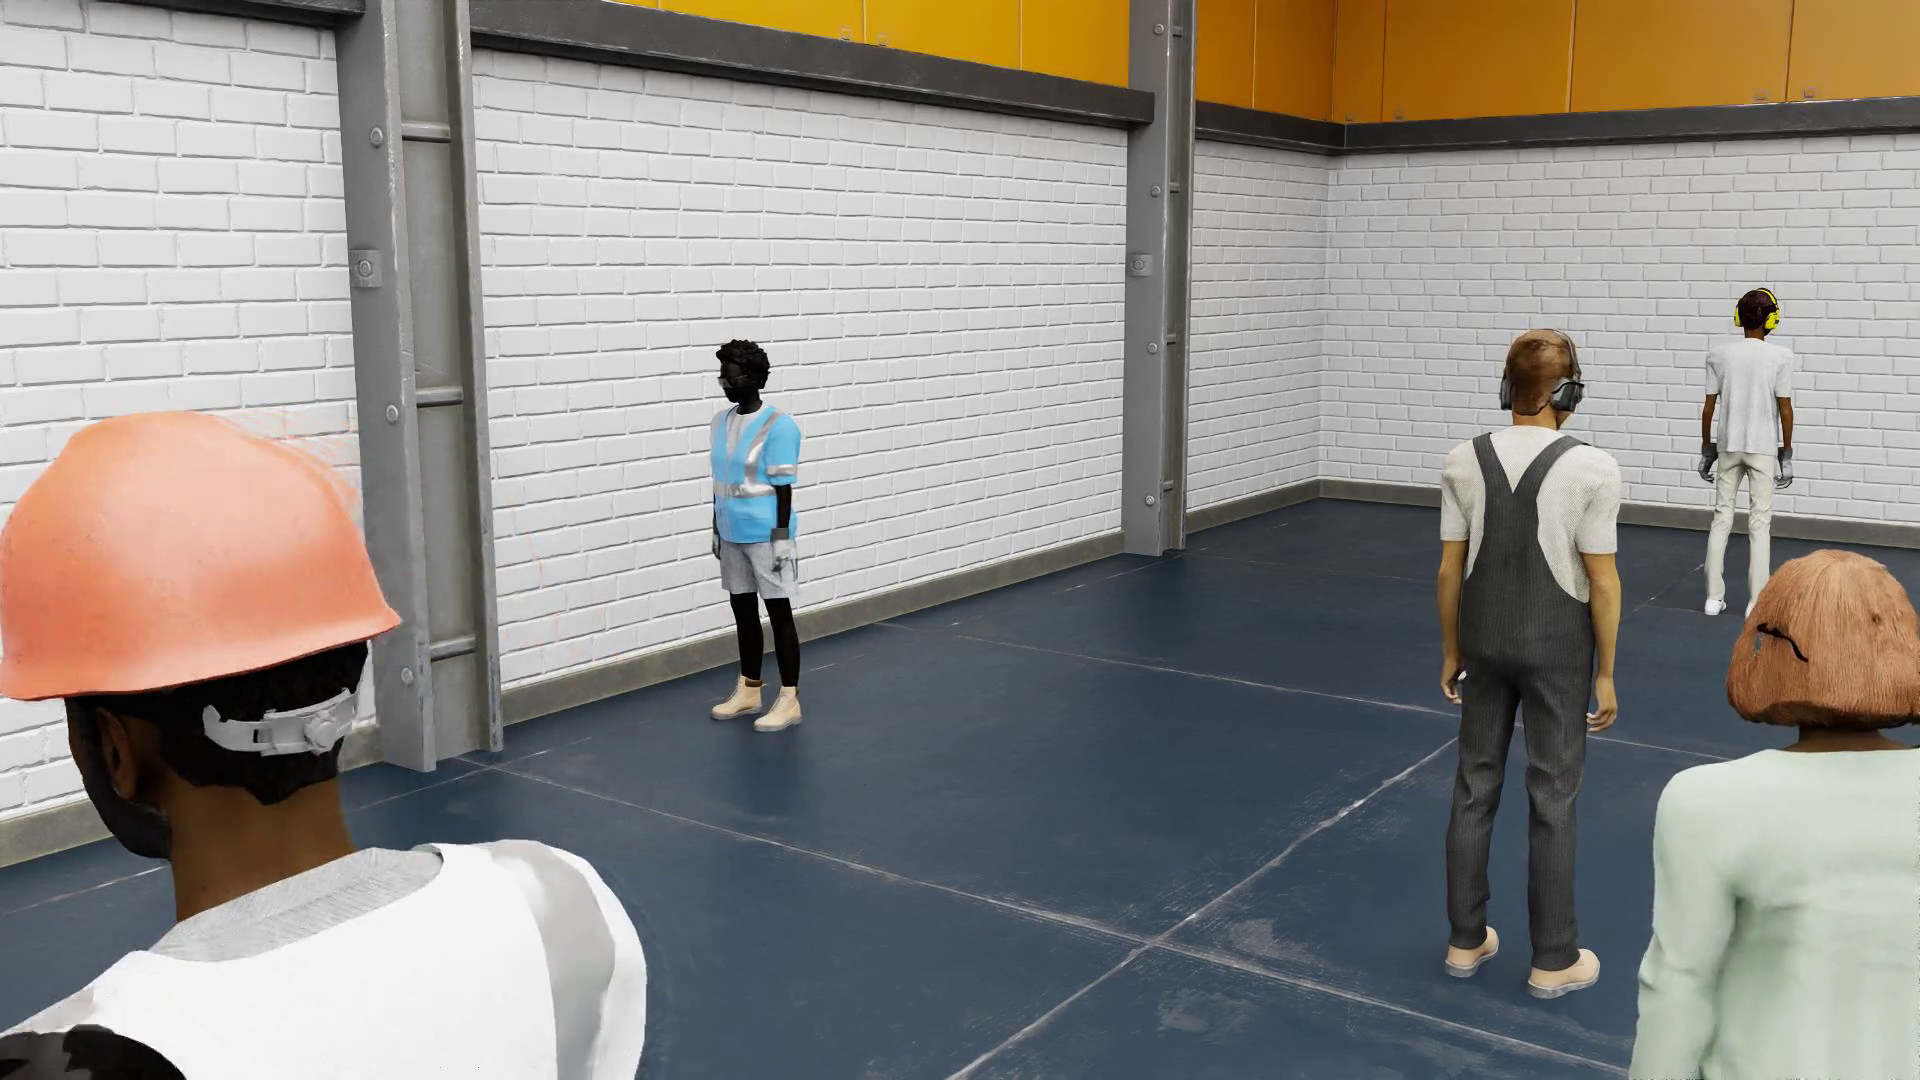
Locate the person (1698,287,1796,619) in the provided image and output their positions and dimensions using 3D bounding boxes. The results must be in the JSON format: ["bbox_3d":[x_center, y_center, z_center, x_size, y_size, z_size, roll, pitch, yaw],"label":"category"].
[{"bbox_3d":[4.457,-0.484,9.427,0.519,1.873,0.328,9,13,42],"label":"person"}]

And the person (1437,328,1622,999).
[{"bbox_3d":[1.566,0.342,4.606,0.504,1.840,0.345,8,12,40],"label":"person"}]

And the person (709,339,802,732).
[{"bbox_3d":[-0.901,-0.022,7.216,0.531,1.691,0.319,8,13,41],"label":"person"}]

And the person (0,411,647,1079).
[{"bbox_3d":[-0.567,0.854,1.315,0.710,1.917,0.569,7,12,35],"label":"person"}]

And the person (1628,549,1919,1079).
[{"bbox_3d":[1.196,0.824,2.357,0.511,1.630,0.281,0,10,-1],"label":"person"}]
